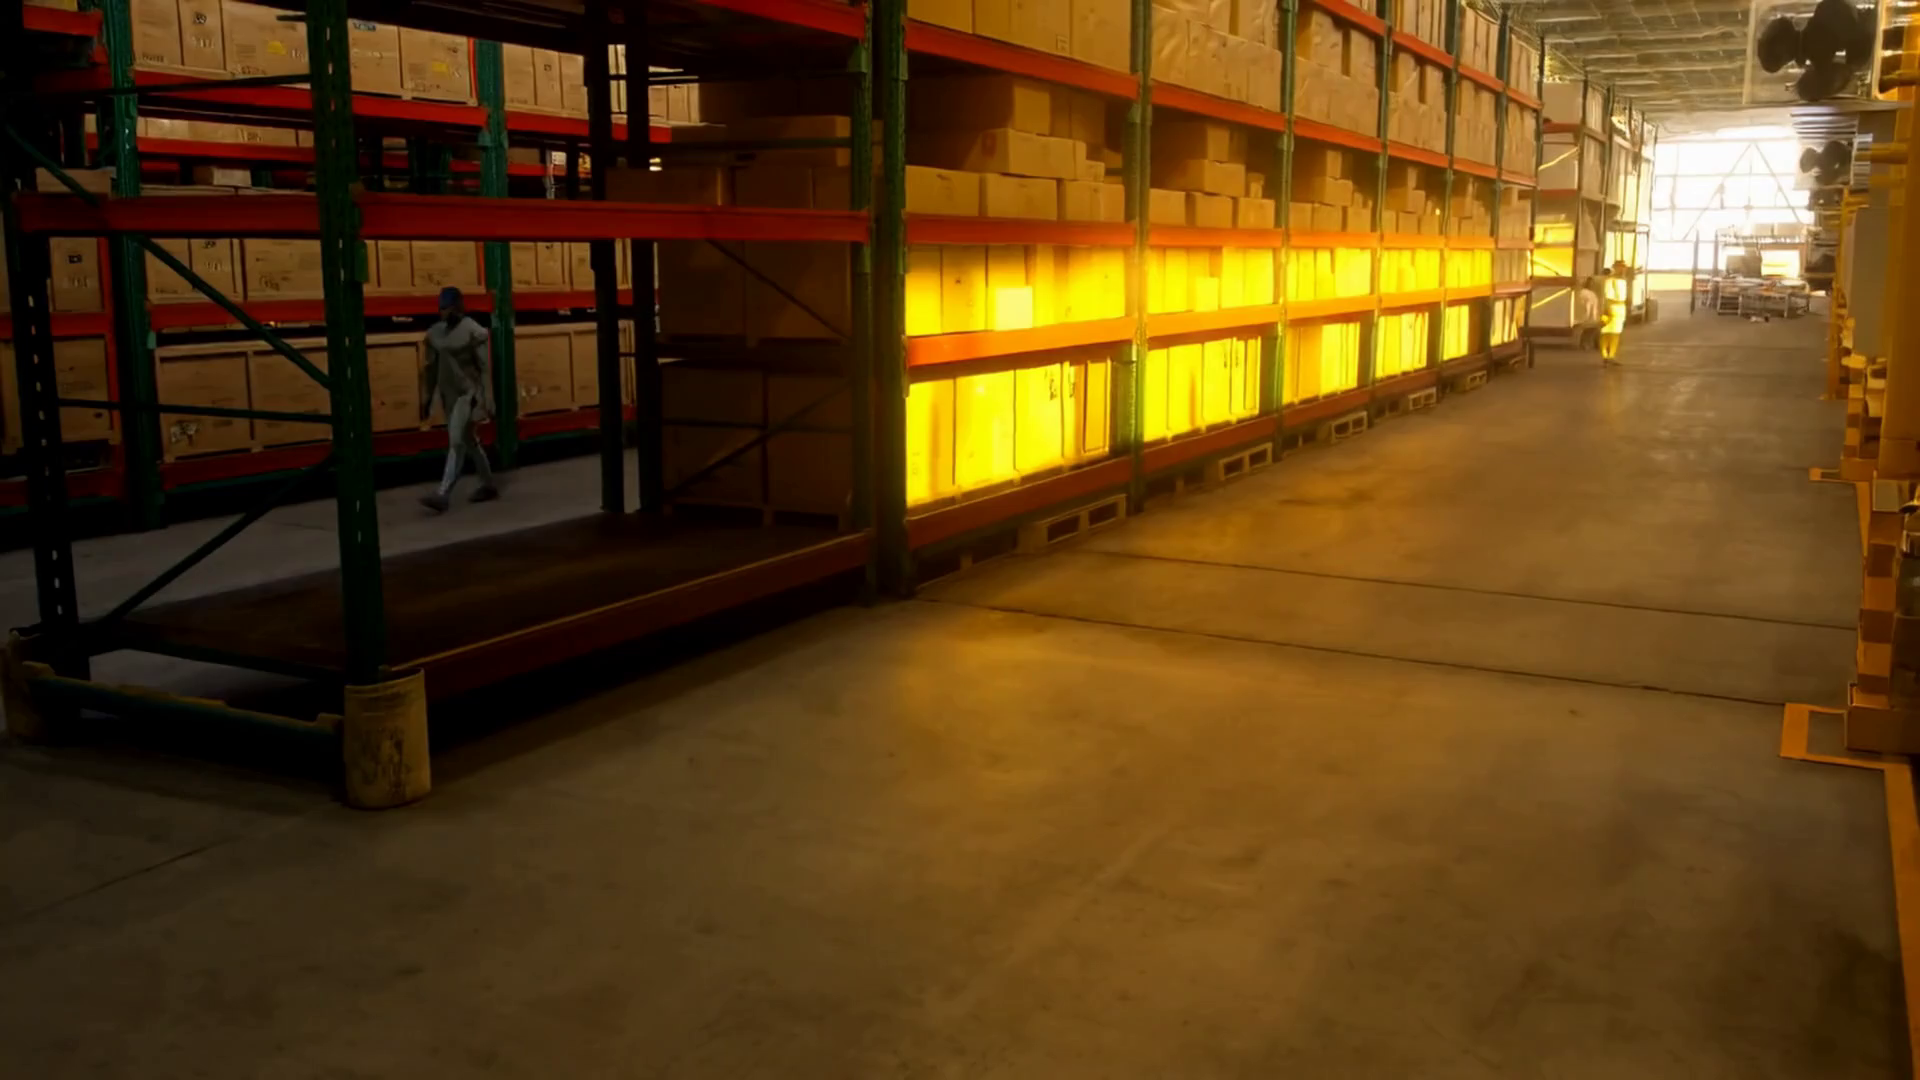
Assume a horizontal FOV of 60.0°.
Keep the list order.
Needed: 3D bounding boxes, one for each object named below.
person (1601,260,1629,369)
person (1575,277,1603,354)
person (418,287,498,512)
[{"bbox_3d":[12.416,-4.261,31.436,0.616,2.041,0.379,-8,12,-37],"label":"person"},{"bbox_3d":[13.640,-4.825,35.792,0.661,1.657,0.567,5,11,29],"label":"person"},{"bbox_3d":[-4.309,-1.201,14.185,0.655,1.879,1.035,5,11,29],"label":"person"}]
